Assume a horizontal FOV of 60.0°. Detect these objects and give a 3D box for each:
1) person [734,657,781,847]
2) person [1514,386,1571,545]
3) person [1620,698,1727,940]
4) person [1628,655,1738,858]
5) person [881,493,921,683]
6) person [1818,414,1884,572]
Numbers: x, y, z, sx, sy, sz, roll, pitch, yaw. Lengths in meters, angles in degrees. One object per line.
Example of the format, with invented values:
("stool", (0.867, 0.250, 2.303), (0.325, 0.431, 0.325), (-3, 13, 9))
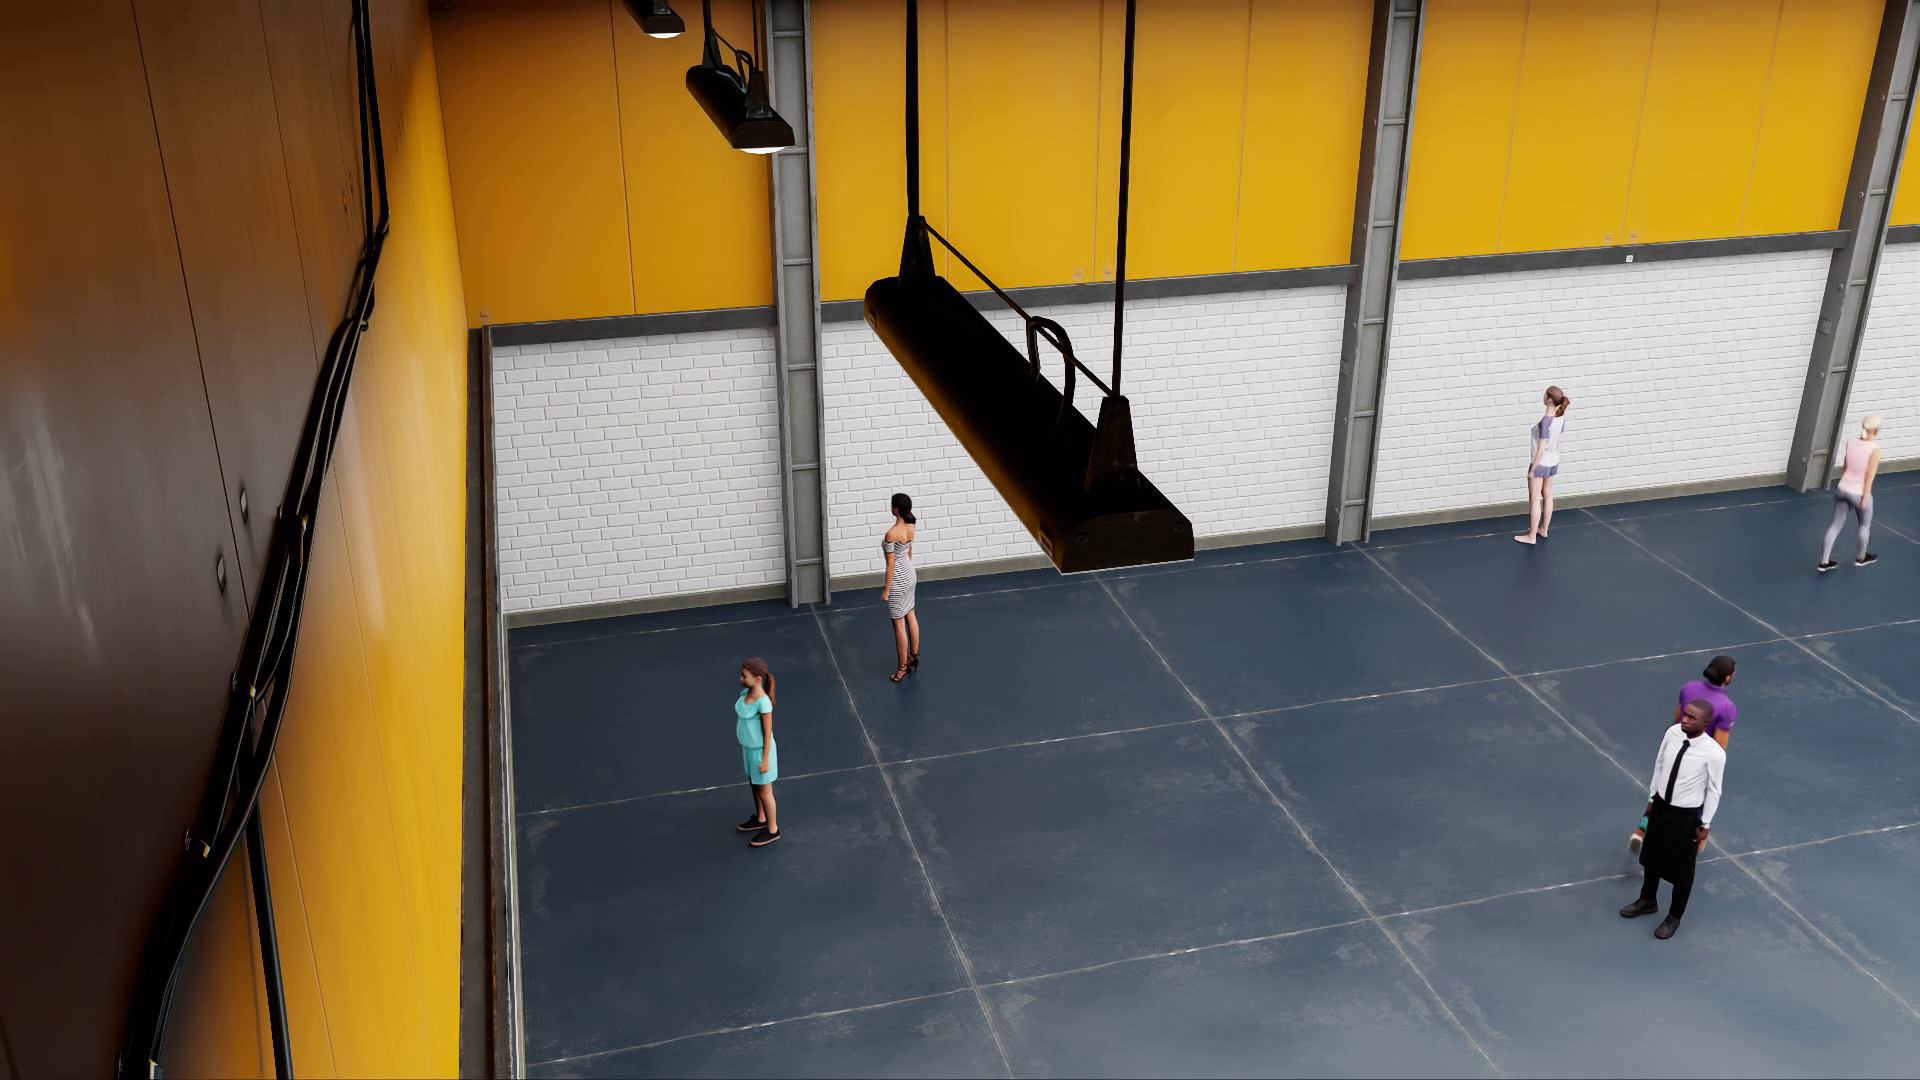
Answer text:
("person", (-1.542, 1.593, 12.693), (0.597, 1.558, 0.596), (-12, 26, -26))
("person", (6.305, -0.821, 17.953), (0.634, 1.768, 0.729), (-19, 30, -37))
("person", (5.035, 1.909, 11.624), (0.625, 1.836, 0.689), (-13, 27, -27))
("person", (5.385, 1.657, 12.315), (1.070, 1.743, 0.836), (-14, 27, -29))
("person", (-0.525, 0.416, 15.056), (0.735, 1.822, 0.682), (12, 26, 25))
("person", (9.182, -0.456, 17.200), (0.981, 1.702, 0.678), (-11, 26, -24))
